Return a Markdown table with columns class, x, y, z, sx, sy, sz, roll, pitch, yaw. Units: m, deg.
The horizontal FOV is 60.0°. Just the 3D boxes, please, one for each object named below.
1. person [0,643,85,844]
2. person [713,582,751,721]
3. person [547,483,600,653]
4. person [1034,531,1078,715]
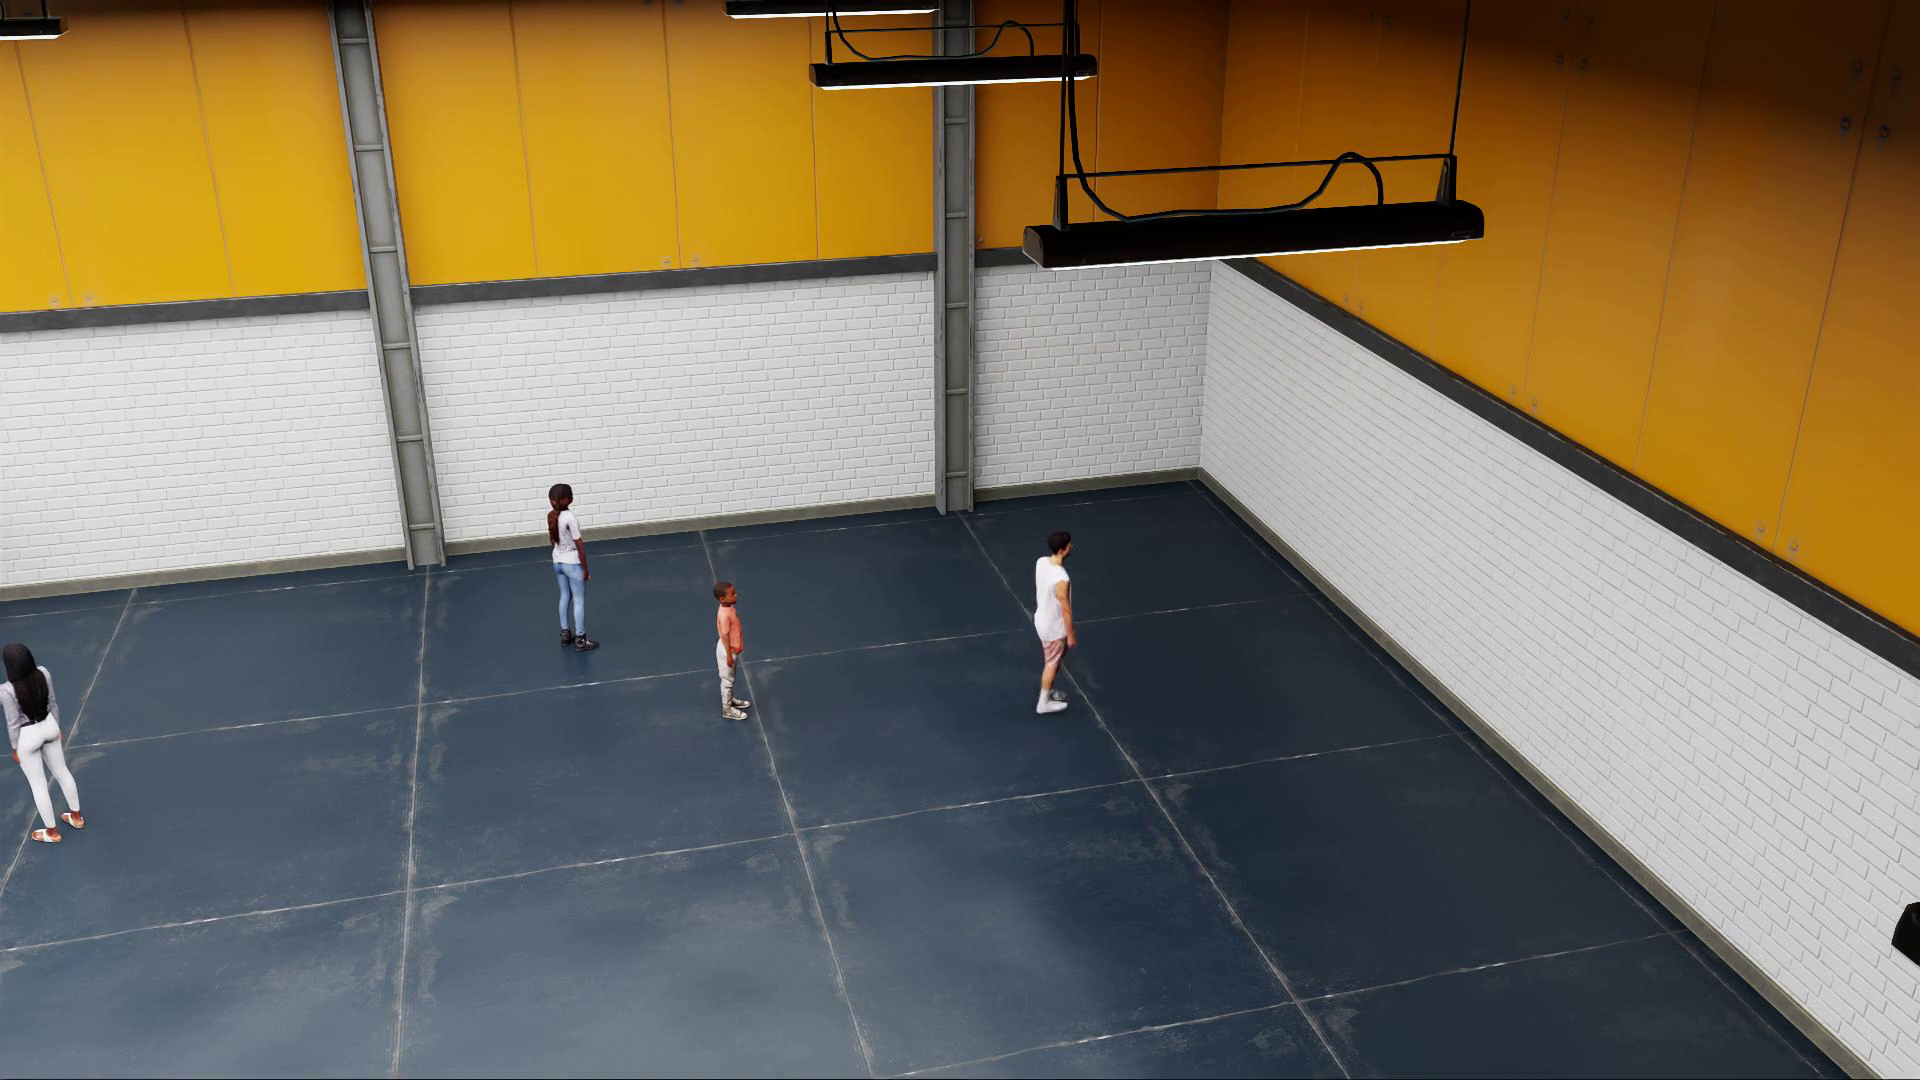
| class | x | y | z | sx | sy | sz | roll | pitch | yaw |
| --- | --- | --- | --- | --- | --- | --- | --- | --- | --- |
| person | -7.275 | 1.571 | 13.116 | 0.712 | 1.725 | 0.671 | 10 | 26 | 22 |
| person | -2.091 | 0.972 | 15.003 | 0.542 | 1.311 | 0.542 | 0 | 24 | 1 |
| person | -3.795 | 0.248 | 16.150 | 0.669 | 1.719 | 0.701 | 18 | 29 | 35 |
| person | 0.757 | 0.760 | 14.914 | 0.669 | 1.772 | 0.671 | -8 | 25 | -17 |
